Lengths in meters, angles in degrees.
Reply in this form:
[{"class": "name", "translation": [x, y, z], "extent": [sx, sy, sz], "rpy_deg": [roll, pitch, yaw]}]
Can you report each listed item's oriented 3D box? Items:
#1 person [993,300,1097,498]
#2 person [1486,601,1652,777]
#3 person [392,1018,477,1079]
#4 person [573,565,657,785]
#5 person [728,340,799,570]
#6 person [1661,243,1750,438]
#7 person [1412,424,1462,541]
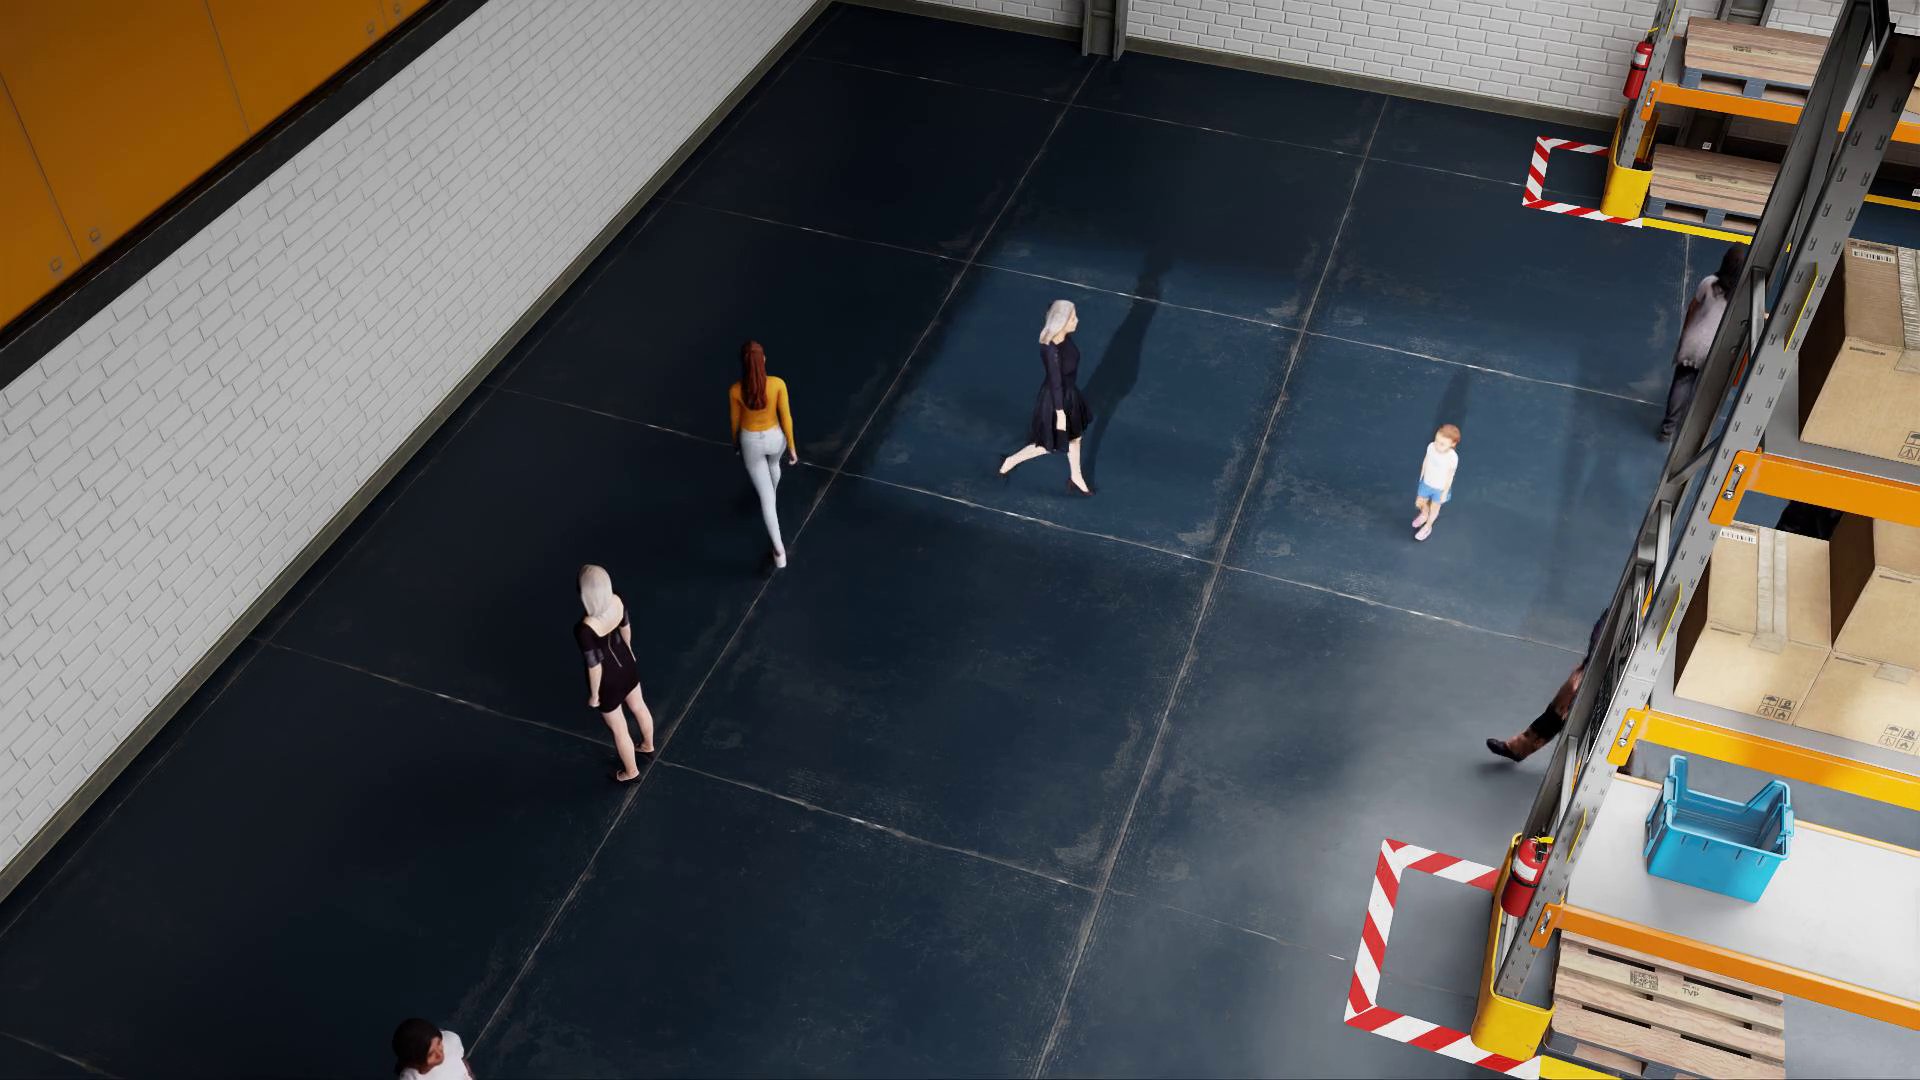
[{"class": "person", "translation": [0.642, -0.970, 11.980], "extent": [1.016, 1.726, 0.660], "rpy_deg": [10, 45, 10]}, {"class": "person", "translation": [4.016, 0.872, 9.997], "extent": [1.234, 1.794, 0.990], "rpy_deg": [-2, 44, -2]}, {"class": "person", "translation": [-2.512, 2.804, 8.032], "extent": [0.873, 1.706, 0.605], "rpy_deg": [12, 45, 12]}, {"class": "person", "translation": [-2.088, 0.814, 10.032], "extent": [0.538, 1.829, 0.603], "rpy_deg": [20, 47, 20]}, {"class": "person", "translation": [-1.362, -0.568, 11.580], "extent": [1.187, 1.695, 1.118], "rpy_deg": [-10, 44, -10]}, {"class": "person", "translation": [5.667, -1.466, 12.617], "extent": [1.019, 1.563, 0.802], "rpy_deg": [22, 48, 21]}, {"class": "person", "translation": [3.459, -0.441, 11.939], "extent": [0.554, 1.015, 0.476], "rpy_deg": [-33, 52, -29]}]
